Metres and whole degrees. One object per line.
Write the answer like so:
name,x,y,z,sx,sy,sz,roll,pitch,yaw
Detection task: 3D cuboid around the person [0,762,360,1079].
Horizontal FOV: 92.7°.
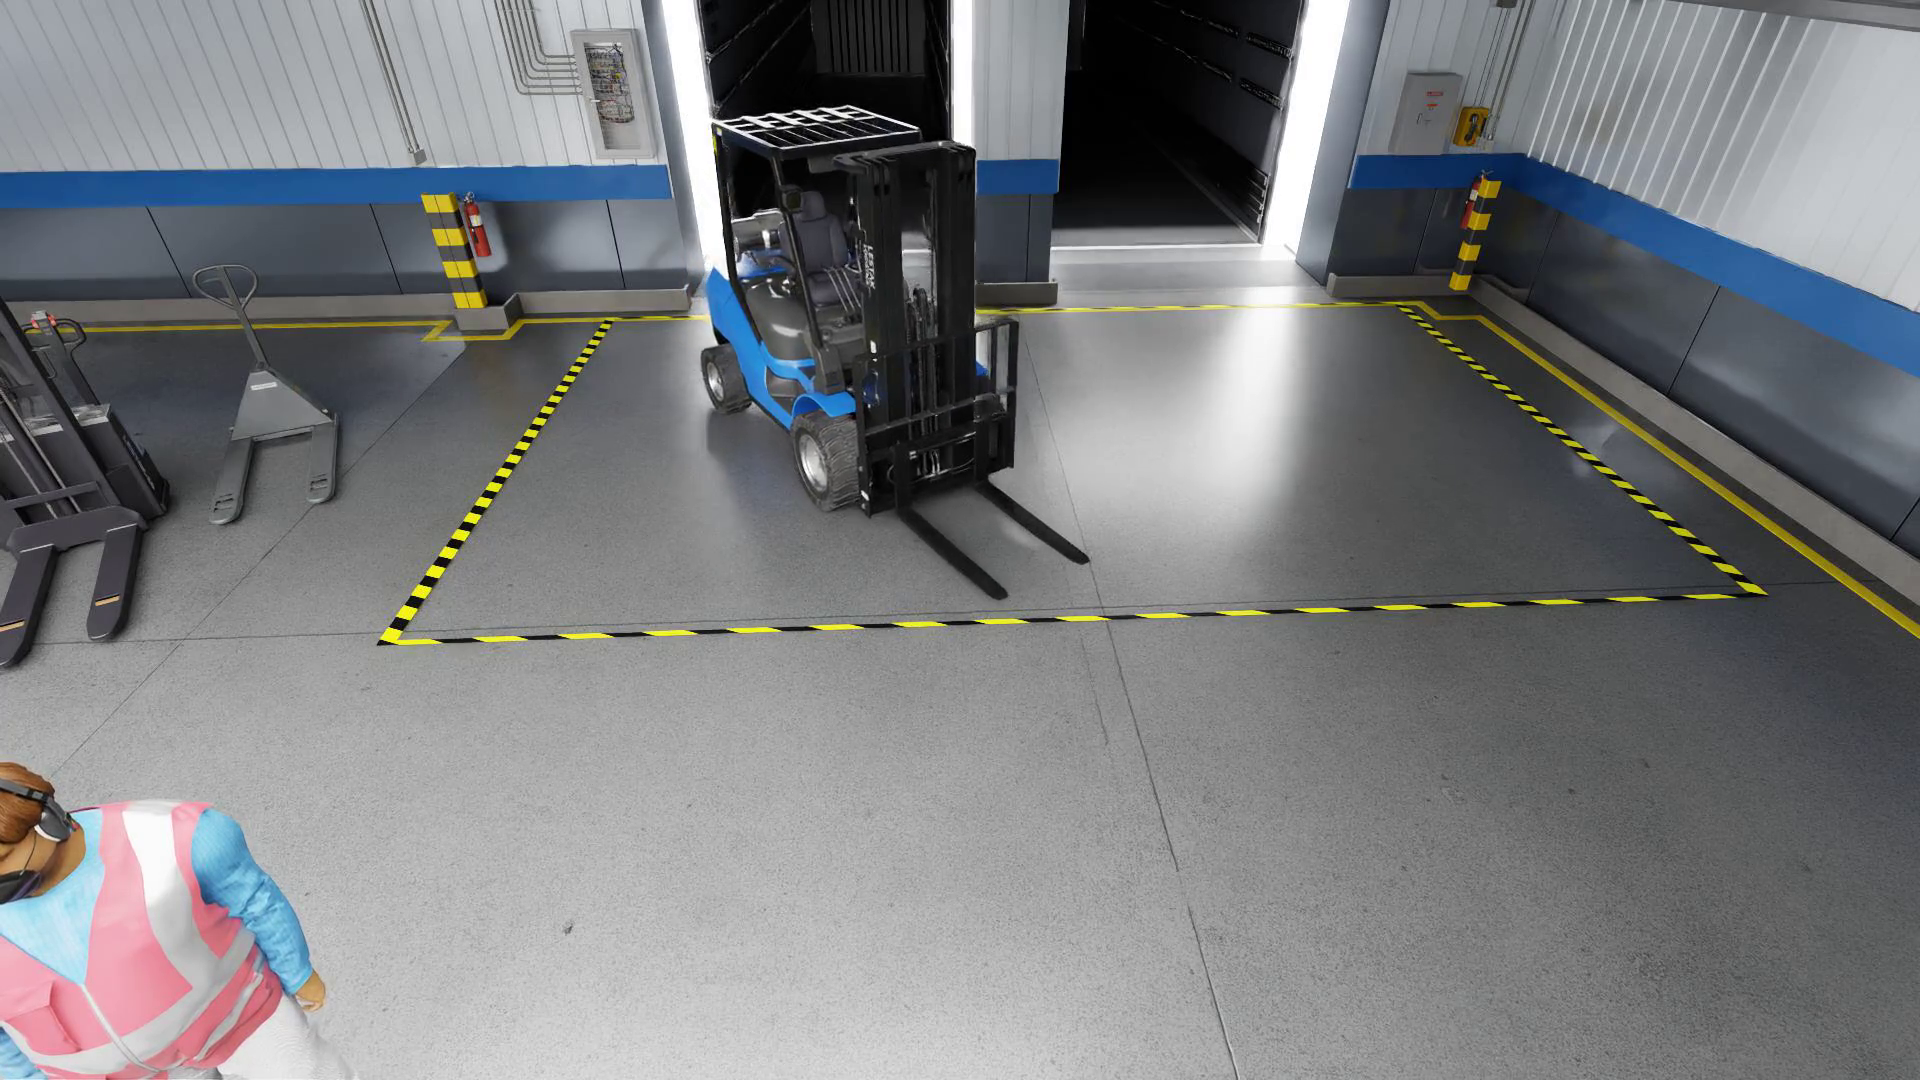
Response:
person,-1.998,1.241,2.341,0.632,1.842,0.429,-20,39,-26

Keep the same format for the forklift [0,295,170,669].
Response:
forklift,-5.212,-0.618,4.878,0.823,1.965,1.885,-20,39,-26

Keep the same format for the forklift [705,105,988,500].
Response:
forklift,-0.842,-1.748,6.189,1.157,2.036,2.680,-21,40,-27

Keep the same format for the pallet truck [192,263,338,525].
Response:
pallet truck,-4.778,-1.027,6.128,0.680,1.201,1.601,-17,38,-23
